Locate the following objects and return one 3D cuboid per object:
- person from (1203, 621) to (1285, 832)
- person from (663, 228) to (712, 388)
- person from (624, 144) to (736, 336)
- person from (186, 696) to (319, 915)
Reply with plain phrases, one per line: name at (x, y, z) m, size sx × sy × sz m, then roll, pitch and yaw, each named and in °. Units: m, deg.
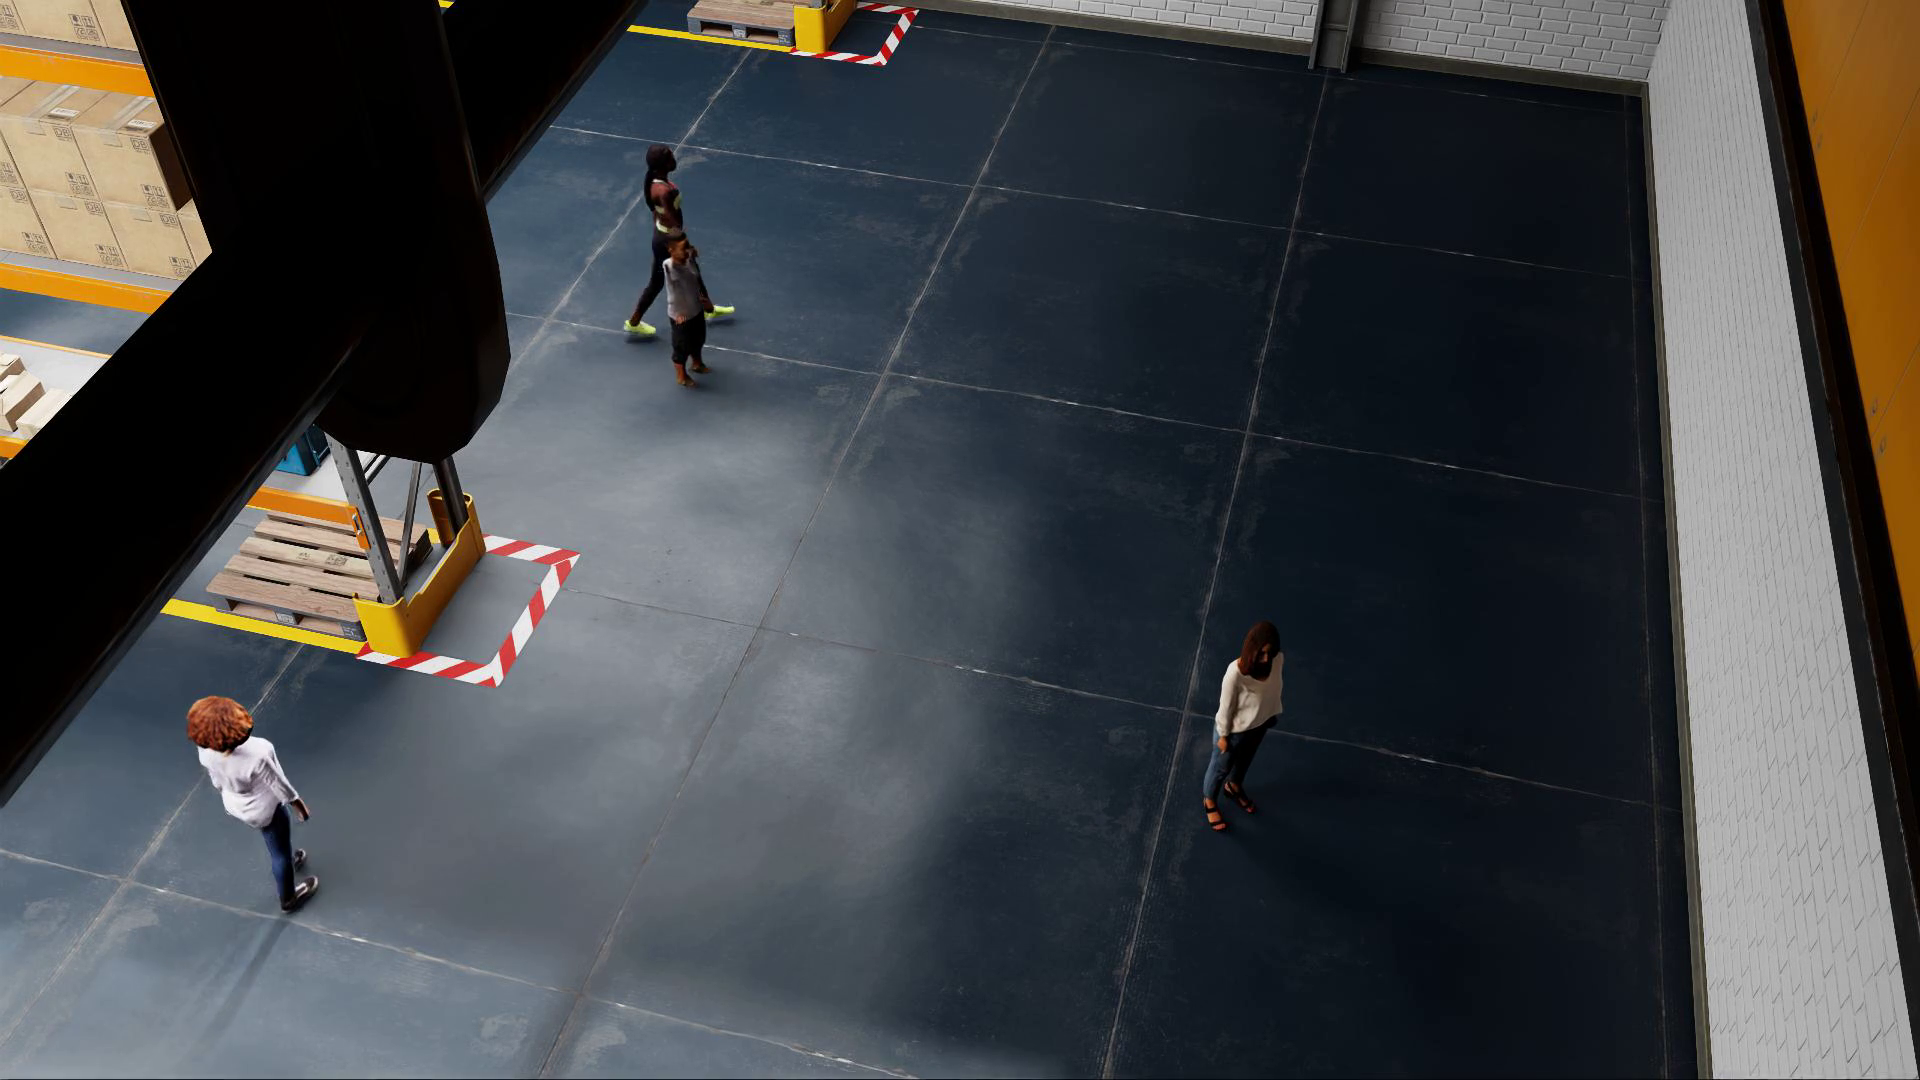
person at (1.695, 1.079, 9.925) m, size 0.697 × 1.680 × 0.748 m, roll -25°, pitch 49°, yaw -24°
person at (-2.196, -1.891, 13.206) m, size 0.569 × 1.454 × 0.623 m, roll 19°, pitch 47°, yaw 19°
person at (-2.465, -2.381, 13.534) m, size 1.222 × 1.710 × 0.918 m, roll -9°, pitch 44°, yaw -9°
person at (-4.043, 1.550, 9.421) m, size 0.611 × 1.692 × 0.755 m, roll 17°, pitch 46°, yaw 17°
